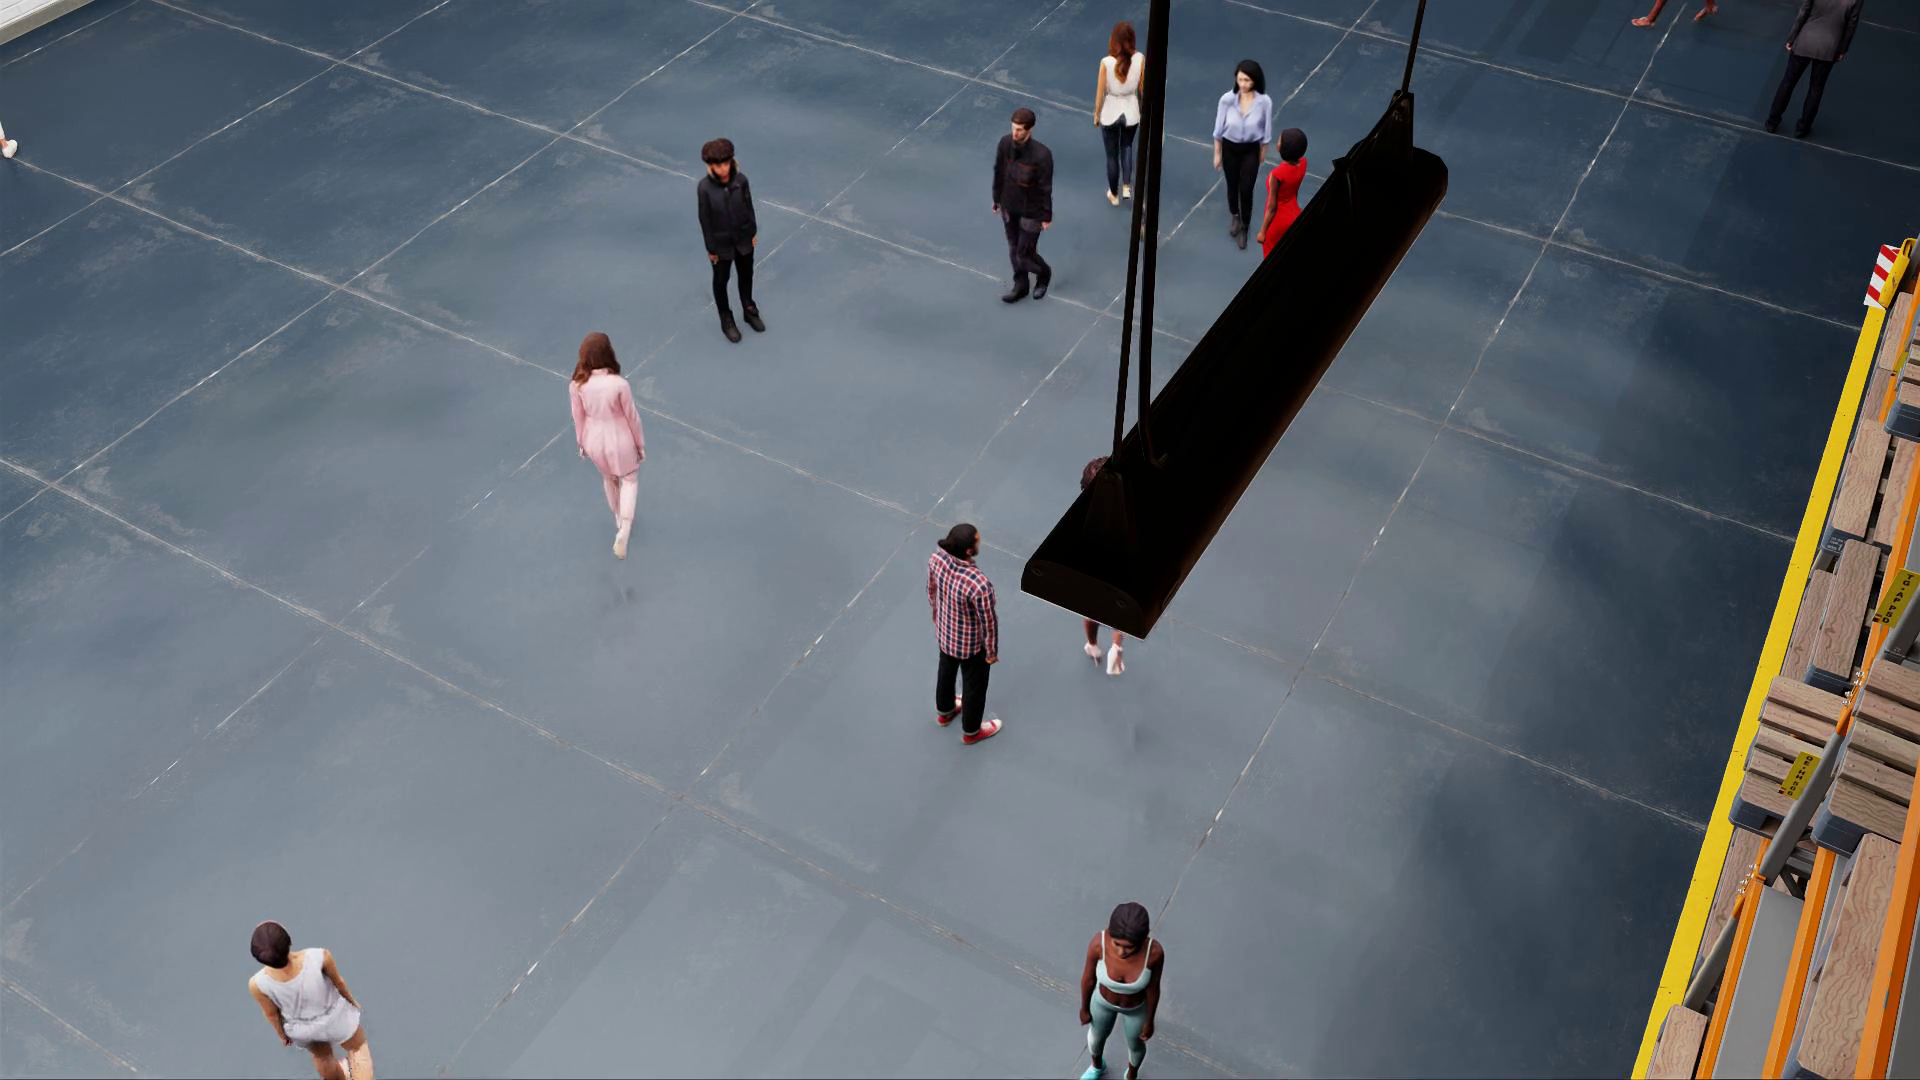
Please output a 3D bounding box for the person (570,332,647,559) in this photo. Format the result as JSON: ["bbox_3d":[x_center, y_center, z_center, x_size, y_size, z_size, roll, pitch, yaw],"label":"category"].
[{"bbox_3d":[-2.446,-0.594,11.557,0.903,1.781,1.055,1,44,1],"label":"person"}]

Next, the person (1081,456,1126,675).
[{"bbox_3d":[0.946,0.249,10.677,0.780,1.775,0.870,-3,44,-3],"label":"person"}]

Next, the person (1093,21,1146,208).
[{"bbox_3d":[1.459,-3.738,14.862,0.748,1.774,0.800,-7,44,-7],"label":"person"}]

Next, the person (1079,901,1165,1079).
[{"bbox_3d":[0.822,2.369,8.488,0.612,1.724,0.613,9,44,9],"label":"person"}]

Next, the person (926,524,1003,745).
[{"bbox_3d":[0.022,0.570,10.349,0.750,1.761,0.660,33,53,30],"label":"person"}]

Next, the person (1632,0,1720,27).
[{"bbox_3d":[7.798,-6.202,17.517,1.117,1.679,1.192,-2,44,-2],"label":"person"}]

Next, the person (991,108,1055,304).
[{"bbox_3d":[0.593,-2.796,13.831,0.794,1.832,0.816,-34,53,-31],"label":"person"}]

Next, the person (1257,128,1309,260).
[{"bbox_3d":[2.638,-2.594,13.684,0.687,1.743,0.528,34,53,31],"label":"person"}]

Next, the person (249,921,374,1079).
[{"bbox_3d":[-3.255,2.487,8.458,0.841,1.595,0.874,-16,46,-16],"label":"person"}]

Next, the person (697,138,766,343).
[{"bbox_3d":[-1.874,-2.477,13.537,0.712,1.777,0.798,-22,48,-21],"label":"person"}]

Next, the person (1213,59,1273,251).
[{"bbox_3d":[2.468,-3.436,14.583,0.738,1.723,0.788,9,44,9],"label":"person"}]

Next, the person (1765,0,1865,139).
[{"bbox_3d":[8.178,-4.726,15.850,0.718,1.842,0.606,19,47,19],"label":"person"}]
